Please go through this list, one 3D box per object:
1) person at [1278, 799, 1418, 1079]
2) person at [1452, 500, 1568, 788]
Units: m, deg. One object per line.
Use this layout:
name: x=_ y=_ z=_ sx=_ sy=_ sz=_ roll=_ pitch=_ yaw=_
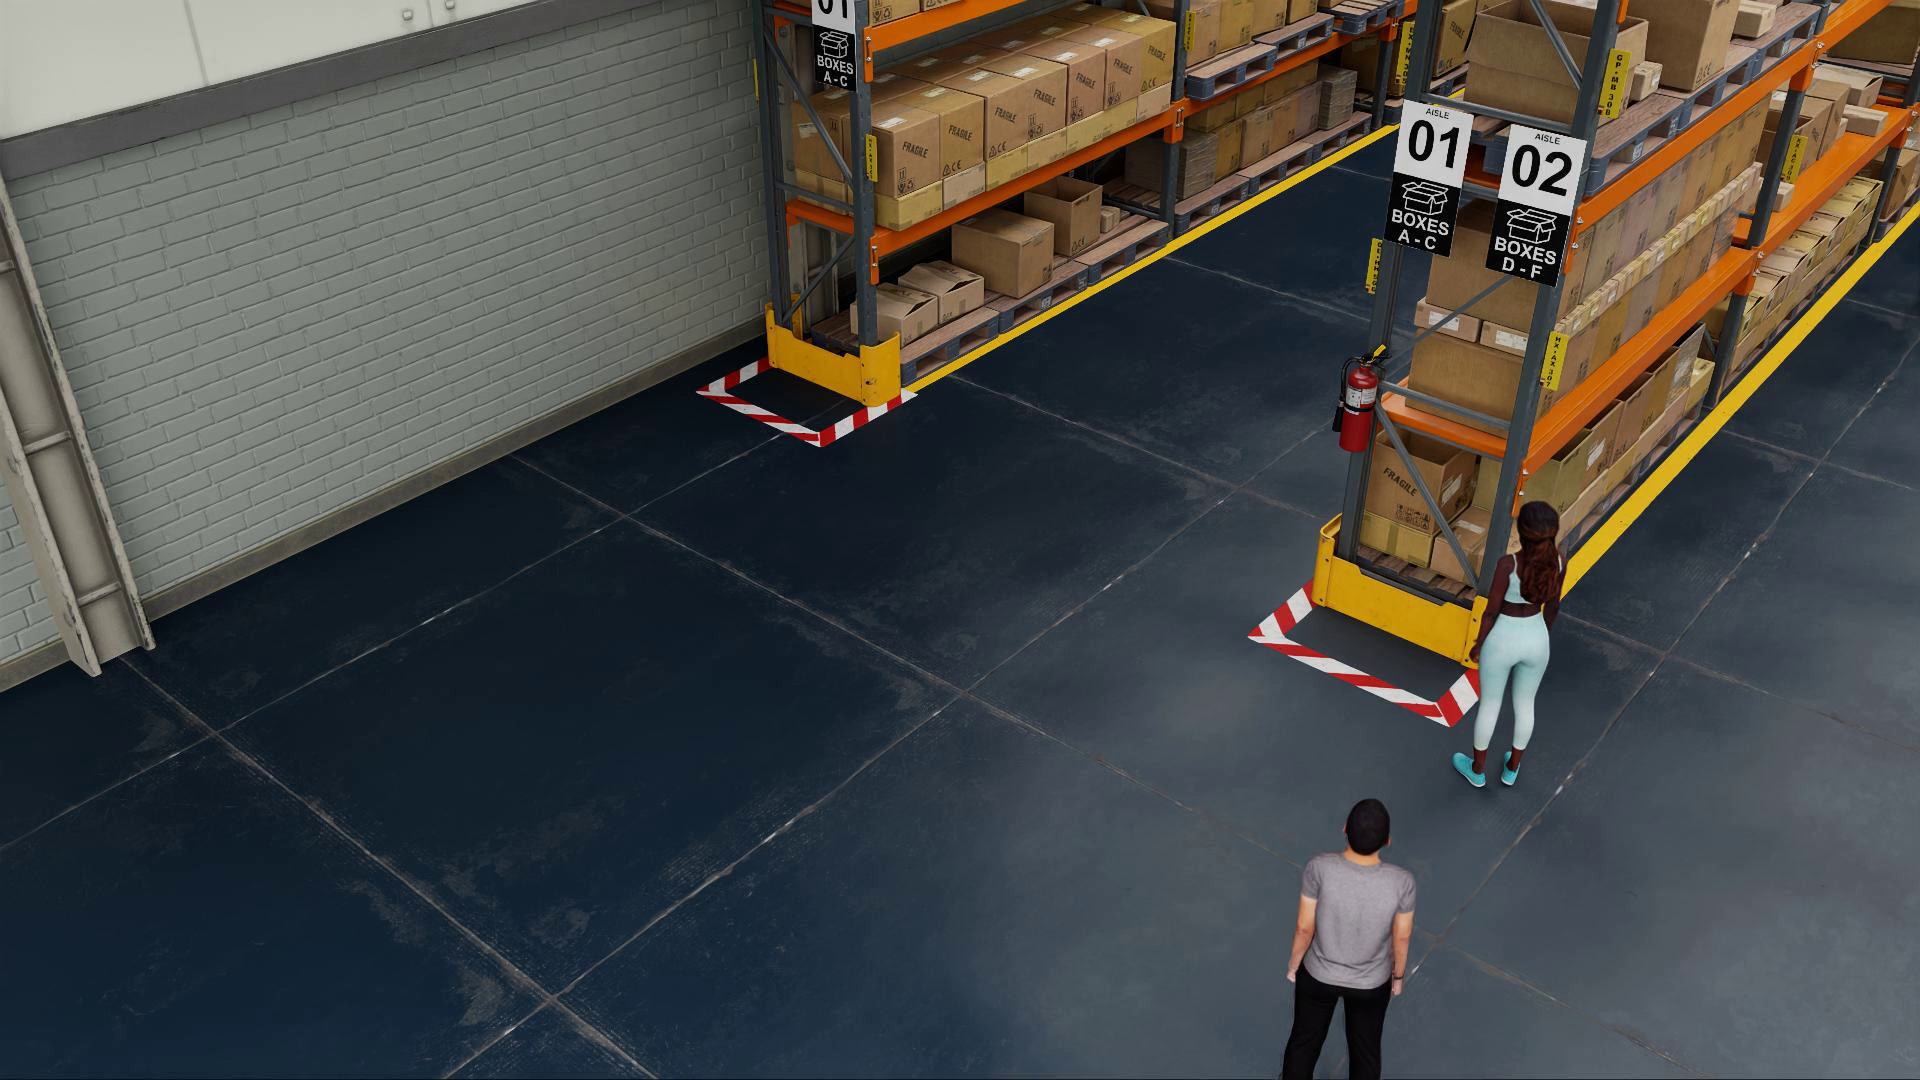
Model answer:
person: x=1.566 y=1.739 z=6.761 sx=0.694 sy=1.754 sz=0.692 roll=6 pitch=34 yaw=10
person: x=2.872 y=0.550 z=8.616 sx=0.651 sy=1.724 sz=0.711 roll=-3 pitch=33 yaw=-4
